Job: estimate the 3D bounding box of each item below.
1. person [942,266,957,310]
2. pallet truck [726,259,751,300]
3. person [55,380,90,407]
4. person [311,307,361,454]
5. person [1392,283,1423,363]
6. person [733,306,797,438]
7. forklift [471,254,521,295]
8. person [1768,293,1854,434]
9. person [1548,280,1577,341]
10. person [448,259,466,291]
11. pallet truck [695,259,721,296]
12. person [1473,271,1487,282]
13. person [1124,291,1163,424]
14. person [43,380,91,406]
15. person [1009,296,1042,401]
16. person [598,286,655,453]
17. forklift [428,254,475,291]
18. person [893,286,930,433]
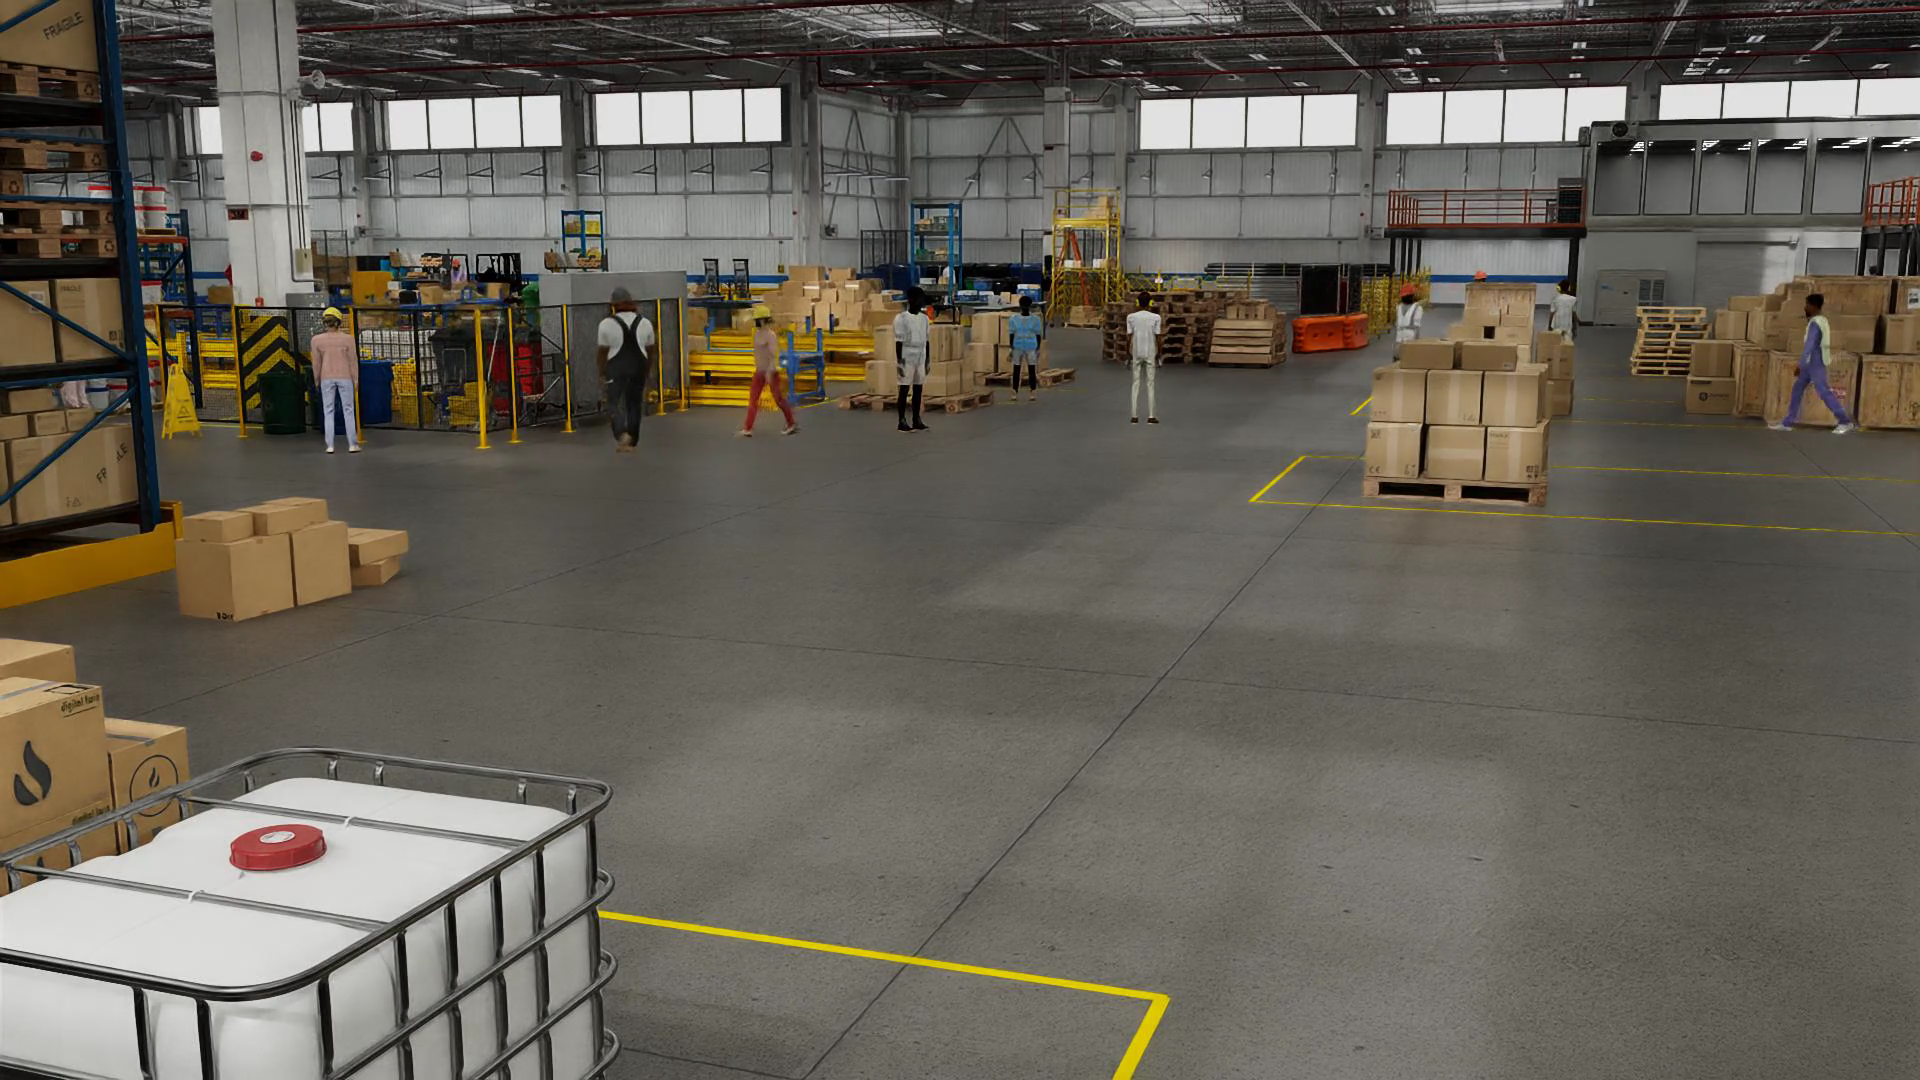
[{"bbox_3d":[-0.378,-9.843,64.268,0.406,1.902,0.636,-9,13,-40],"label":"person"},{"bbox_3d":[-7.986,-9.493,62.019,0.823,1.965,1.885,3,11,17],"label":"pallet truck"},{"bbox_3d":[-10.701,-2.028,19.980,0.385,1.993,0.623,-1,10,-3],"label":"person"},{"bbox_3d":[-7.503,-1.914,20.016,0.523,1.760,0.325,-2,10,-13],"label":"person"},{"bbox_3d":[7.384,-3.302,27.505,1.030,1.879,0.547,-8,13,-40],"label":"person"},{"bbox_3d":[-2.523,-2.209,21.787,0.918,1.720,0.541,-8,13,-39],"label":"person"},{"bbox_3d":[-17.990,-10.121,64.684,1.157,1.987,2.680,3,11,17],"label":"forklift"},{"bbox_3d":[11.450,-2.344,22.165,1.004,1.871,0.594,5,11,27],"label":"person"},{"bbox_3d":[11.240,-3.920,31.024,0.530,1.860,0.314,1,10,6],"label":"person"},{"bbox_3d":[-16.563,-8.227,54.811,0.602,2.035,0.406,1,10,6],"label":"person"},{"bbox_3d":[-9.165,-9.627,62.776,0.823,1.965,1.885,4,11,23],"label":"pallet truck"},{"bbox_3d":[11.602,-5.035,37.129,0.391,1.929,0.539,4,11,22],"label":"person"},{"bbox_3d":[2.571,-2.547,23.275,0.538,1.866,0.312,3,10,14],"label":"person"},{"bbox_3d":[-11.434,-2.069,21.329,0.838,1.583,0.524,5,11,27],"label":"person"},{"bbox_3d":[1.050,-3.077,26.760,0.537,1.693,0.320,1,10,7],"label":"person"},{"bbox_3d":[-3.981,-2.018,19.801,0.688,2.000,0.631,-6,12,-29],"label":"person"},{"bbox_3d":[-20.133,-10.254,65.465,1.157,1.987,2.680,3,11,19],"label":"forklift"},{"bbox_3d":[-0.629,-2.406,22.237,0.599,1.958,0.373,-9,13,-41],"label":"person"}]
